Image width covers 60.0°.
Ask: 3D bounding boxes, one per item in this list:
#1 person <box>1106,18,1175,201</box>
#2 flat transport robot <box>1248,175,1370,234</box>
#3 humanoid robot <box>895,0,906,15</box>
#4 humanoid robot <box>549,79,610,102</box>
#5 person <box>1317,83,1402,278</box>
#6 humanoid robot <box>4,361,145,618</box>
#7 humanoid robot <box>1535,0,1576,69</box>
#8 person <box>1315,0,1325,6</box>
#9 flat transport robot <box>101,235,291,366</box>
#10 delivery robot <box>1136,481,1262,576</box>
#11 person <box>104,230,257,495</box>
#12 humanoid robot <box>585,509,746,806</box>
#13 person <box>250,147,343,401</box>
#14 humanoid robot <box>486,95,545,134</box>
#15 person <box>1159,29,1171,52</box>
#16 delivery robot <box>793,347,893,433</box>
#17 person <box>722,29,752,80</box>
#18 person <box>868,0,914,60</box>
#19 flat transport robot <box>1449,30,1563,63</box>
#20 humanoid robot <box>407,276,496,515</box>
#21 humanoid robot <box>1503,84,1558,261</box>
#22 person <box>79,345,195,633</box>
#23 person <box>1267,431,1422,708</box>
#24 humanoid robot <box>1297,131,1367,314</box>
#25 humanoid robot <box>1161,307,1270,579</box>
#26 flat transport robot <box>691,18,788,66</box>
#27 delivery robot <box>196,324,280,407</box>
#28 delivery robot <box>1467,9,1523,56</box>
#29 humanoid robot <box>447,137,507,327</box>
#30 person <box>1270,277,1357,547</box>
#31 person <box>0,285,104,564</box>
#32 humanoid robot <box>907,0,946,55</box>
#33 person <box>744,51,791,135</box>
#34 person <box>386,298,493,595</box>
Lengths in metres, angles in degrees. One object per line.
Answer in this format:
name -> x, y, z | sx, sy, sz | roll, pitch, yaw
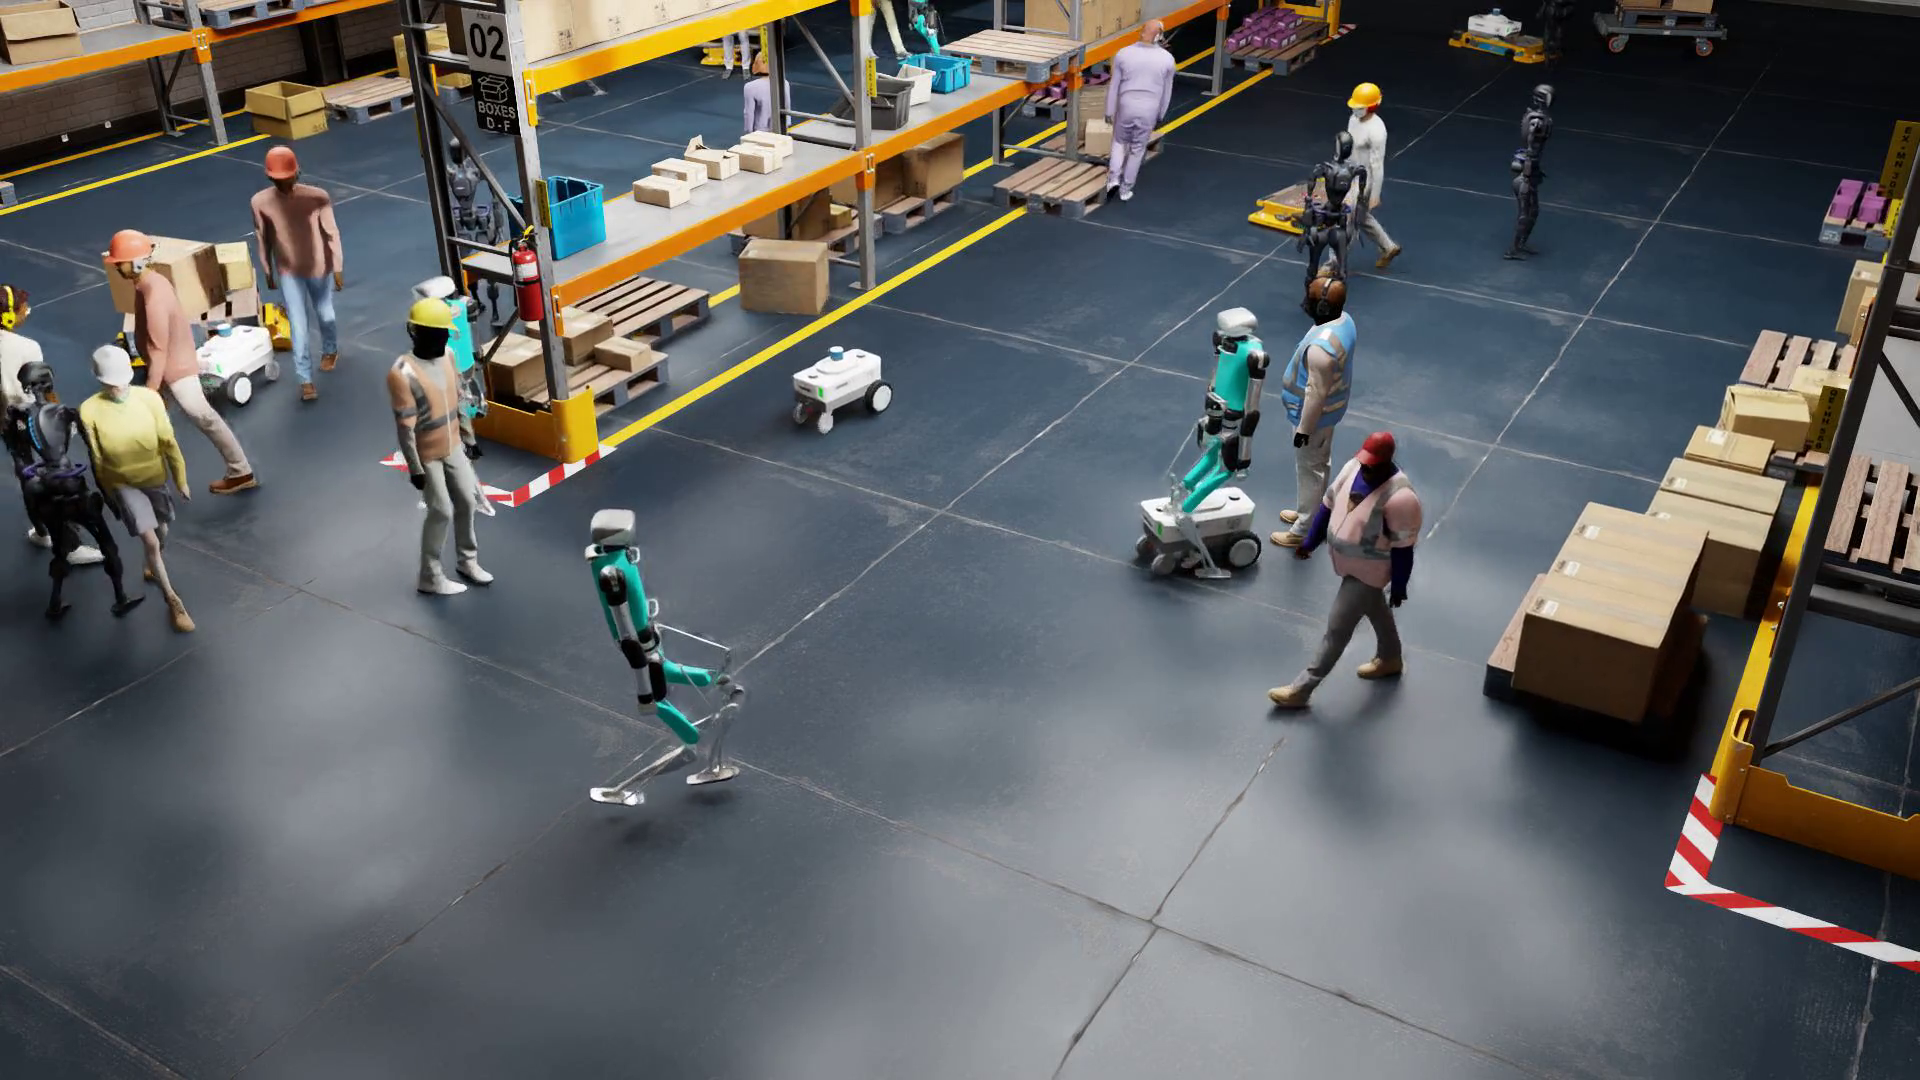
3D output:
person -> 1.842, -4.391, 17.095 | 0.681, 1.865, 0.458 | 4, 30, 7
flat transport robot -> 3.623, -3.436, 17.019 | 0.659, 0.231, 1.431 | 24, 37, 36
humanoid robot -> -1.056, -8.760, 25.004 | 0.588, 1.647, 0.397 | -5, 30, -9
humanoid robot -> -4.893, -6.312, 20.659 | 0.995, 1.774, 0.533 | -20, 35, -32
person -> 3.698, -3.264, 15.117 | 0.866, 1.848, 0.582 | -5, 30, -9
humanoid robot -> -5.425, -0.281, 10.010 | 0.589, 1.636, 0.425 | 2, 30, 3
humanoid robot -> 7.965, -7.128, 22.122 | 0.615, 1.650, 0.387 | -14, 32, -23
person -> 5.719, -9.164, 25.563 | 0.431, 1.837, 0.618 | 14, 32, 23
flat transport robot -> -6.344, -1.745, 14.028 | 1.431, 0.231, 0.659 | -11, 31, -18
delivery robot -> 1.549, -0.103, 10.828 | 0.790, 0.589, 0.499 | -9, 31, -15
person -> -5.447, -1.137, 11.244 | 1.007, 1.942, 0.626 | -16, 33, -26
humanoid robot -> -1.443, 0.613, 8.349 | 1.018, 1.716, 0.530 | -6, 30, -10
person -> -5.148, -2.131, 13.019 | 0.646, 1.949, 0.942 | -7, 30, -13
humanoid robot -> -5.147, -5.572, 19.341 | 1.024, 1.747, 0.562 | -26, 38, -37
person -> 2.864, -7.724, 23.042 | 0.541, 1.812, 0.897 | 8, 30, 13
delivery robot -> -0.913, -1.192, 12.780 | 0.499, 0.614, 0.791 | 23, 37, 35
person -> -2.933, -6.947, 21.547 | 0.481, 1.935, 0.450 | 2, 30, 3
person -> -1.029, -7.327, 22.430 | 0.830, 1.713, 0.576 | 24, 37, 36
flat transport robot -> 7.577, -6.873, 23.100 | 0.659, 0.231, 1.431 | -19, 35, -30
humanoid robot -> -3.552, -0.918, 11.154 | 0.784, 1.862, 0.553 | 17, 33, 27
humanoid robot -> 5.358, -3.451, 15.617 | 0.330, 1.640, 0.615 | 14, 33, 24
person -> -4.987, -0.413, 10.103 | 0.487, 1.832, 0.911 | -19, 35, -30
person -> 2.208, 0.136, 9.253 | 0.967, 1.695, 0.602 | -10, 31, -17
humanoid robot -> 3.201, -2.665, 14.238 | 0.601, 1.635, 0.671 | -5, 30, -9
humanoid robot -> 1.520, -0.567, 10.430 | 0.685, 1.771, 0.540 | -11, 31, -19
flat transport robot -> -3.065, -6.794, 22.960 | 0.659, 0.231, 1.431 | 4, 30, 7
delivery robot -> -5.763, -1.420, 13.136 | 0.499, 0.568, 0.747 | 8, 30, 13
delivery robot -> 7.463, -7.095, 23.204 | 0.499, 0.597, 0.779 | -21, 36, -33
humanoid robot -> -4.160, -2.630, 14.179 | 0.601, 1.639, 0.669 | -4, 30, -6
person -> 2.292, -0.825, 10.804 | 0.429, 1.843, 0.624 | 12, 31, 20
person -> -5.938, -0.735, 10.650 | 0.854, 1.842, 0.405 | 9, 31, 15
humanoid robot -> -0.316, -6.581, 21.205 | 0.785, 1.888, 0.543 | -20, 35, -31
person -> -1.942, -4.126, 16.858 | 0.500, 1.626, 0.287 | -16, 33, -26
person -> -3.223, -0.564, 10.312 | 0.436, 1.890, 0.615 | 11, 31, 19
